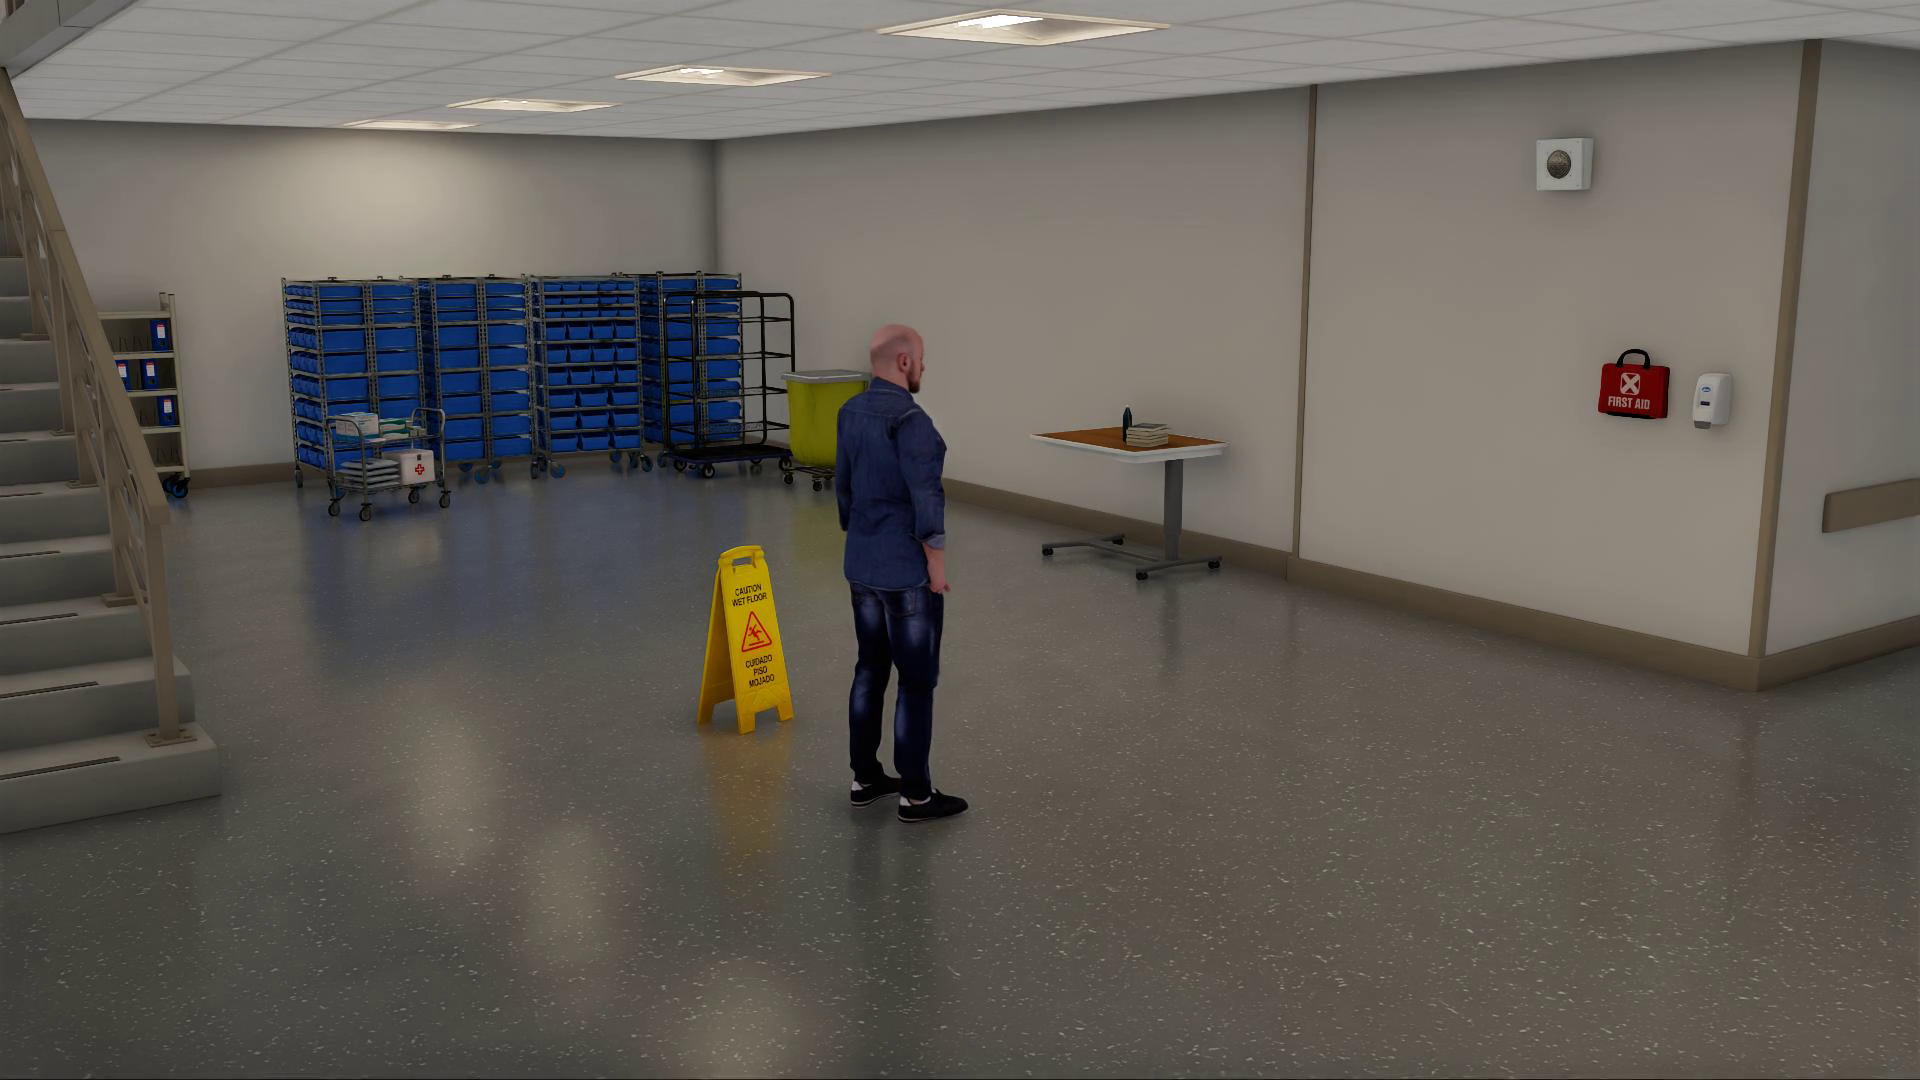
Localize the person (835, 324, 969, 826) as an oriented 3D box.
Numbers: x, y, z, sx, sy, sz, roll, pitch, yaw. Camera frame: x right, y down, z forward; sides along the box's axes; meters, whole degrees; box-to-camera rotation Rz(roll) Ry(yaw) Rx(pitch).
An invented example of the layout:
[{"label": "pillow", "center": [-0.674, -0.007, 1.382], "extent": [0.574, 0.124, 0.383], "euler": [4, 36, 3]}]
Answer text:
[{"label": "person", "center": [-0.234, 0.121, 6.136], "extent": [0.798, 1.827, 0.558], "euler": [-9, 14, -41]}]
